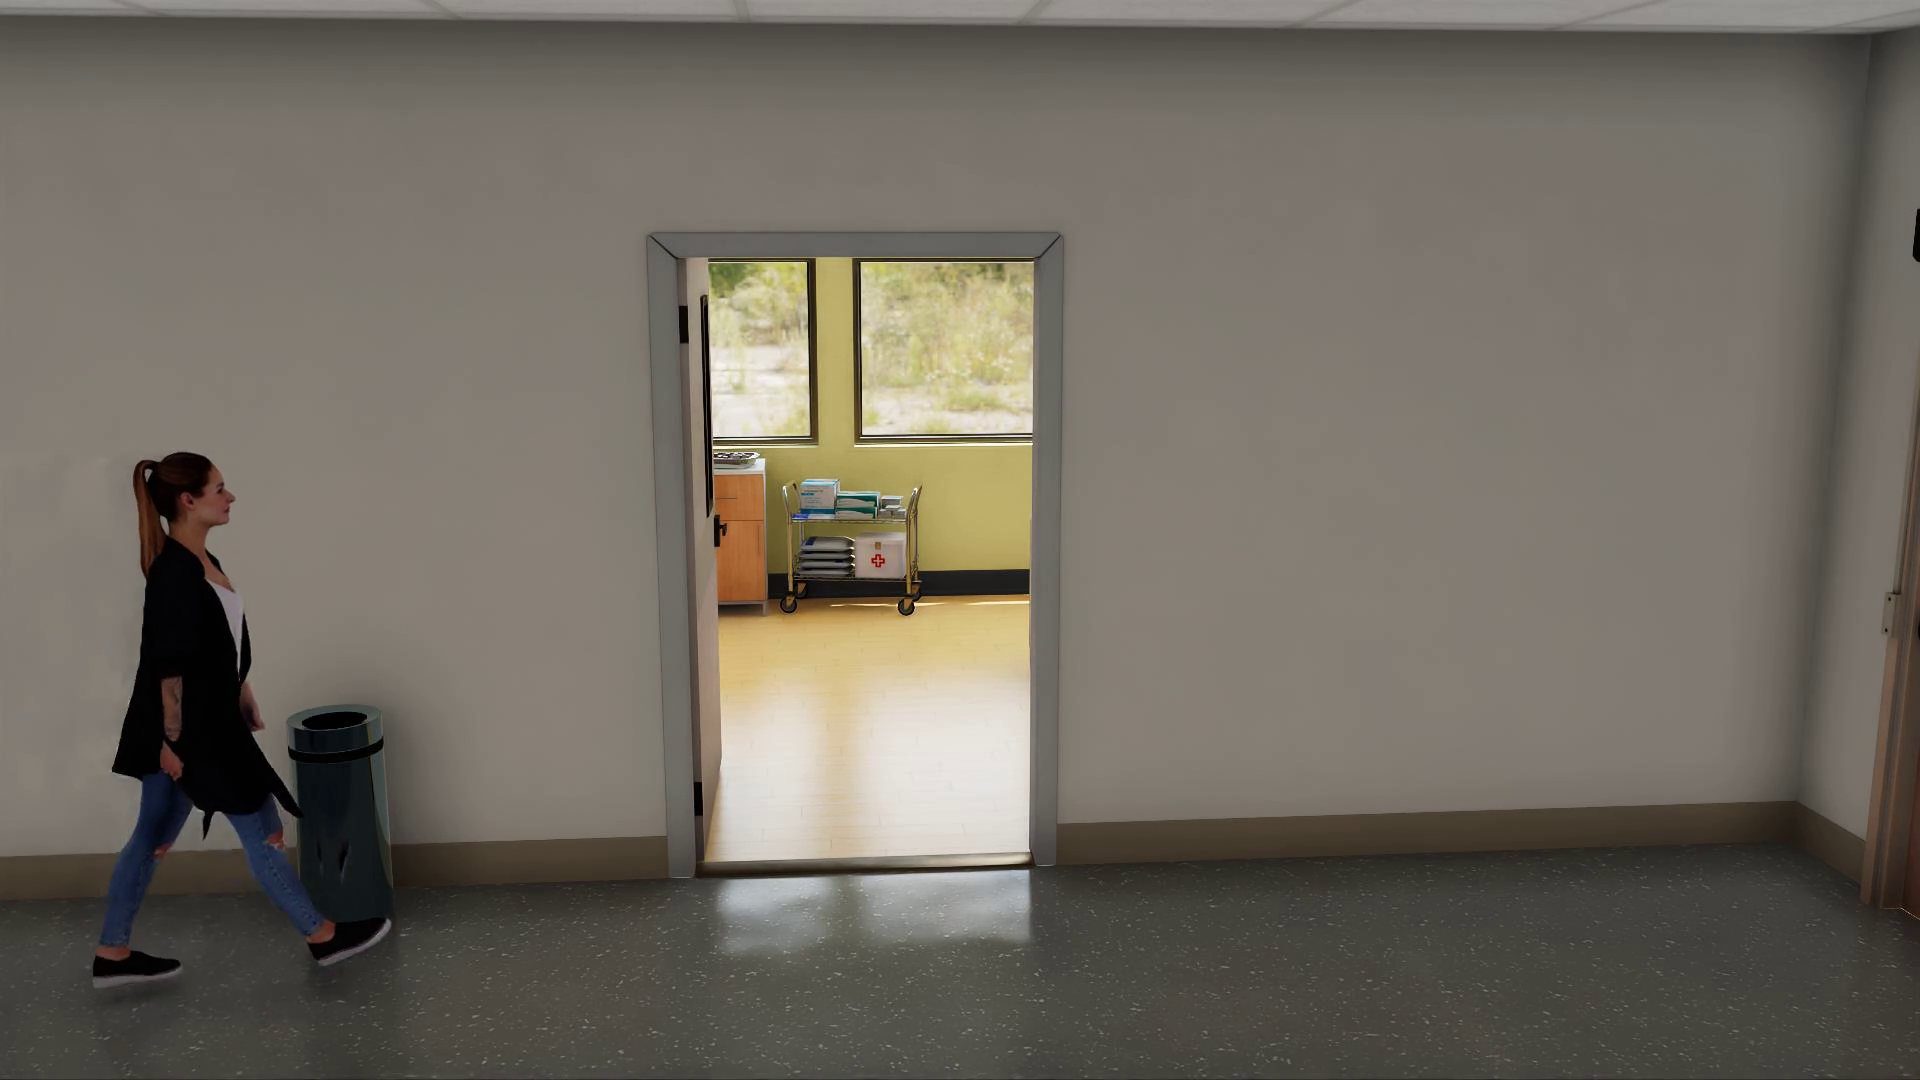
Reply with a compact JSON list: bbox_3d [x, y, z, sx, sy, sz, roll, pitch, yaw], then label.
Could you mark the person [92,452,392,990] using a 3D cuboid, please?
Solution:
[{"bbox_3d":[-2.398,0.594,4.986,1.153,1.634,0.798,-4,11,-18],"label":"person"}]
